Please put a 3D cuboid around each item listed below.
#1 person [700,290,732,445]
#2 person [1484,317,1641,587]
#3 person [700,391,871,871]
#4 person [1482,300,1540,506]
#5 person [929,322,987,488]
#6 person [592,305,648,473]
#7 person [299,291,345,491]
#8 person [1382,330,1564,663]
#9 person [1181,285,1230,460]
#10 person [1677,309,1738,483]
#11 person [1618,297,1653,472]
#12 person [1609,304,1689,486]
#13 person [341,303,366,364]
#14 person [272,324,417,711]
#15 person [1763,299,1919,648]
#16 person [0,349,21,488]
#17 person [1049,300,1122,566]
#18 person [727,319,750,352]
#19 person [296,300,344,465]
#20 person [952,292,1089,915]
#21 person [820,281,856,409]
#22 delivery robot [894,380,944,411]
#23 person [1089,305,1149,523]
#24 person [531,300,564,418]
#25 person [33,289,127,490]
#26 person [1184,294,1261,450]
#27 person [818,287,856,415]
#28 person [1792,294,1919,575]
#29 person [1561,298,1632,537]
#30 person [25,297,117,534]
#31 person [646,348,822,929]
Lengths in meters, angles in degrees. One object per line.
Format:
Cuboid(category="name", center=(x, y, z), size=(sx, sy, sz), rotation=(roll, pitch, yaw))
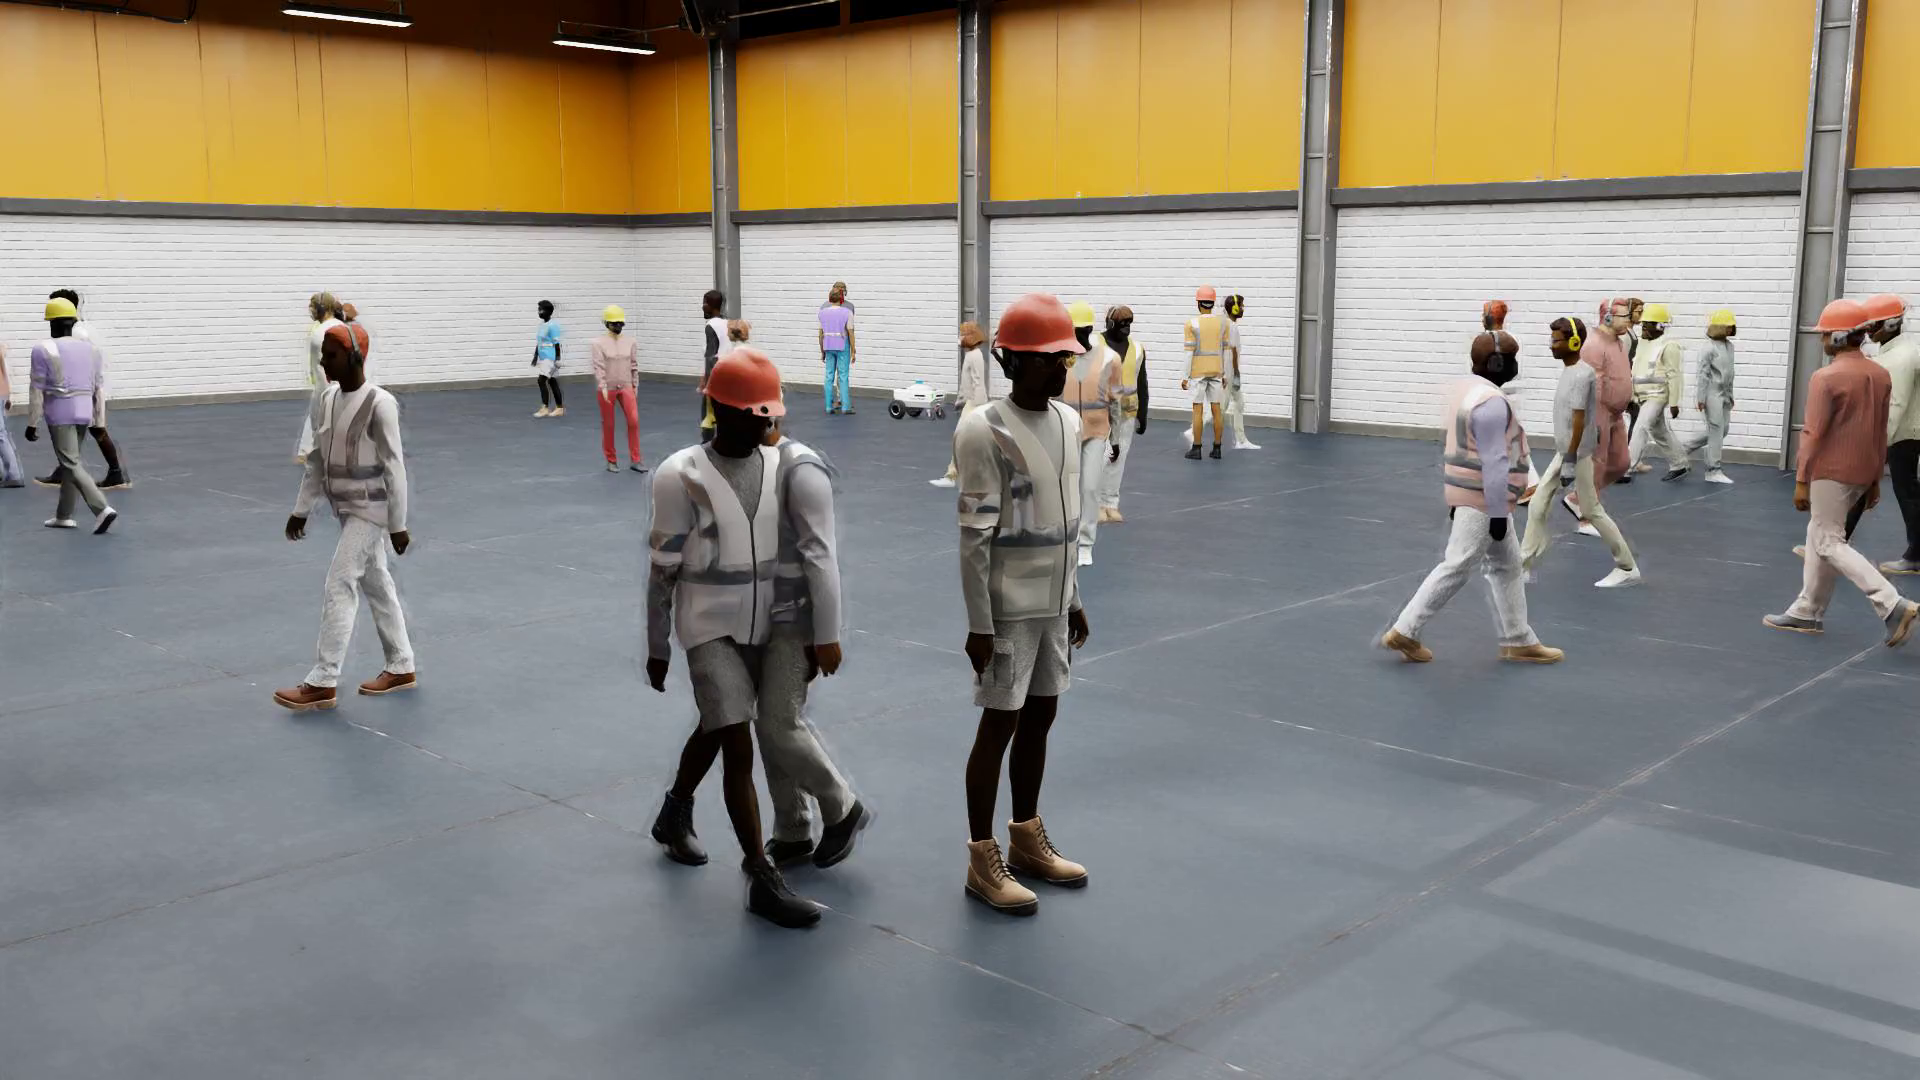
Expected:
Cuboid(category="person", center=(-2.636, -1.816, 18.417), size=(0.818, 1.890, 0.598), rotation=(1, 9, 5))
Cuboid(category="person", center=(4.090, -0.569, 11.042), size=(0.986, 1.816, 0.537), rotation=(1, 9, 4))
Cuboid(category="person", center=(-0.656, 0.283, 5.802), size=(0.451, 1.801, 0.622), rotation=(-6, 11, -34))
Cuboid(category="person", center=(4.892, -1.225, 14.953), size=(0.587, 1.849, 0.923), rotation=(-7, 12, -37))
Cuboid(category="person", center=(0.029, -1.295, 16.070), size=(0.761, 1.601, 0.521), rotation=(0, 9, 0))
Cuboid(category="person", center=(-3.520, -1.540, 17.178), size=(0.524, 1.740, 0.703), rotation=(-6, 11, -31))
Cuboid(category="person", center=(-5.917, -1.409, 15.833), size=(0.786, 1.921, 0.638), rotation=(1, 9, 3))
Cuboid(category="person", center=(2.753, -0.218, 8.872), size=(0.949, 1.803, 0.632), rotation=(1, 9, 9))
Cuboid(category="person", center=(2.725, -1.860, 18.524), size=(0.543, 1.940, 0.361), rotation=(-2, 10, -14))
Cuboid(category="person", center=(7.492, -1.448, 16.639), size=(0.485, 1.729, 0.621), rotation=(-7, 12, -38))
Cuboid(category="person", center=(6.931, -1.580, 17.157), size=(0.702, 1.818, 0.527), rotation=(6, 11, 33))
Cuboid(category="person", center=(6.825, -1.422, 16.332), size=(0.958, 1.786, 0.607), rotation=(-1, 9, -6))
Cuboid(category="person", center=(-9.401, -2.882, 25.821), size=(0.498, 1.605, 0.750), rotation=(6, 11, 35))
Cuboid(category="person", center=(-3.045, -0.105, 8.061), size=(0.862, 1.848, 0.582), rotation=(-8, 12, -42))
Cuboid(category="person", center=(5.018, -0.370, 9.358), size=(0.613, 1.964, 0.898), rotation=(-5, 11, -29))
Cuboid(category="person", center=(-9.419, -1.351, 16.041), size=(0.670, 1.738, 0.521), rotation=(-1, 9, -6))
Cuboid(category="person", center=(0.884, -0.793, 12.117), size=(0.595, 1.906, 0.736), rotation=(1, 9, 8))
Cuboid(category="person", center=(-2.239, -1.505, 17.369), size=(0.804, 1.605, 0.526), rotation=(1, 9, 3))
Cuboid(category="person", center=(-6.757, -1.704, 18.015), size=(0.986, 1.789, 0.647), rotation=(-3, 10, -16))
Cuboid(category="person", center=(0.244, 0.206, 5.543), size=(0.389, 2.041, 0.614), rotation=(7, 12, 37))
Cuboid(category="person", center=(-1.844, -2.966, 25.314), size=(0.630, 1.936, 0.366), rotation=(-9, 13, -42))
Cuboid(category="delivery robot", center=(-0.575, -2.021, 23.458), size=(0.707, 0.478, 0.477), rotation=(6, 11, 32))
Cuboid(category="person", center=(1.290, -1.037, 13.838), size=(0.639, 1.819, 0.528), rotation=(-3, 10, -20))
Cuboid(category="person", center=(-5.934, -2.563, 23.651), size=(0.647, 1.676, 0.541), rotation=(-5, 11, -29))
Cuboid(category="person", center=(-8.455, -1.408, 15.792), size=(0.921, 1.921, 0.637), rotation=(-4, 10, -22))
Cuboid(category="person", center=(3.075, -1.951, 19.428), size=(0.889, 1.842, 0.537), rotation=(-1, 9, -4))
Cuboid(category="person", center=(-1.792, -2.740, 24.197), size=(0.565, 1.850, 0.390), rotation=(3, 10, 20))
Cuboid(category="person", center=(6.331, -0.720, 11.549), size=(0.954, 1.932, 0.660), rotation=(2, 10, 14))
Cuboid(category="person", center=(5.074, -0.965, 13.181), size=(0.459, 1.896, 0.655), rotation=(8, 13, 42))
Cuboid(category="person", center=(-7.132, -1.000, 13.381), size=(0.913, 1.897, 0.585), rotation=(4, 10, 21))
Cuboid(category="person", center=(-0.794, 0.283, 5.650), size=(0.544, 1.876, 1.036), rotation=(-8, 13, -42))
